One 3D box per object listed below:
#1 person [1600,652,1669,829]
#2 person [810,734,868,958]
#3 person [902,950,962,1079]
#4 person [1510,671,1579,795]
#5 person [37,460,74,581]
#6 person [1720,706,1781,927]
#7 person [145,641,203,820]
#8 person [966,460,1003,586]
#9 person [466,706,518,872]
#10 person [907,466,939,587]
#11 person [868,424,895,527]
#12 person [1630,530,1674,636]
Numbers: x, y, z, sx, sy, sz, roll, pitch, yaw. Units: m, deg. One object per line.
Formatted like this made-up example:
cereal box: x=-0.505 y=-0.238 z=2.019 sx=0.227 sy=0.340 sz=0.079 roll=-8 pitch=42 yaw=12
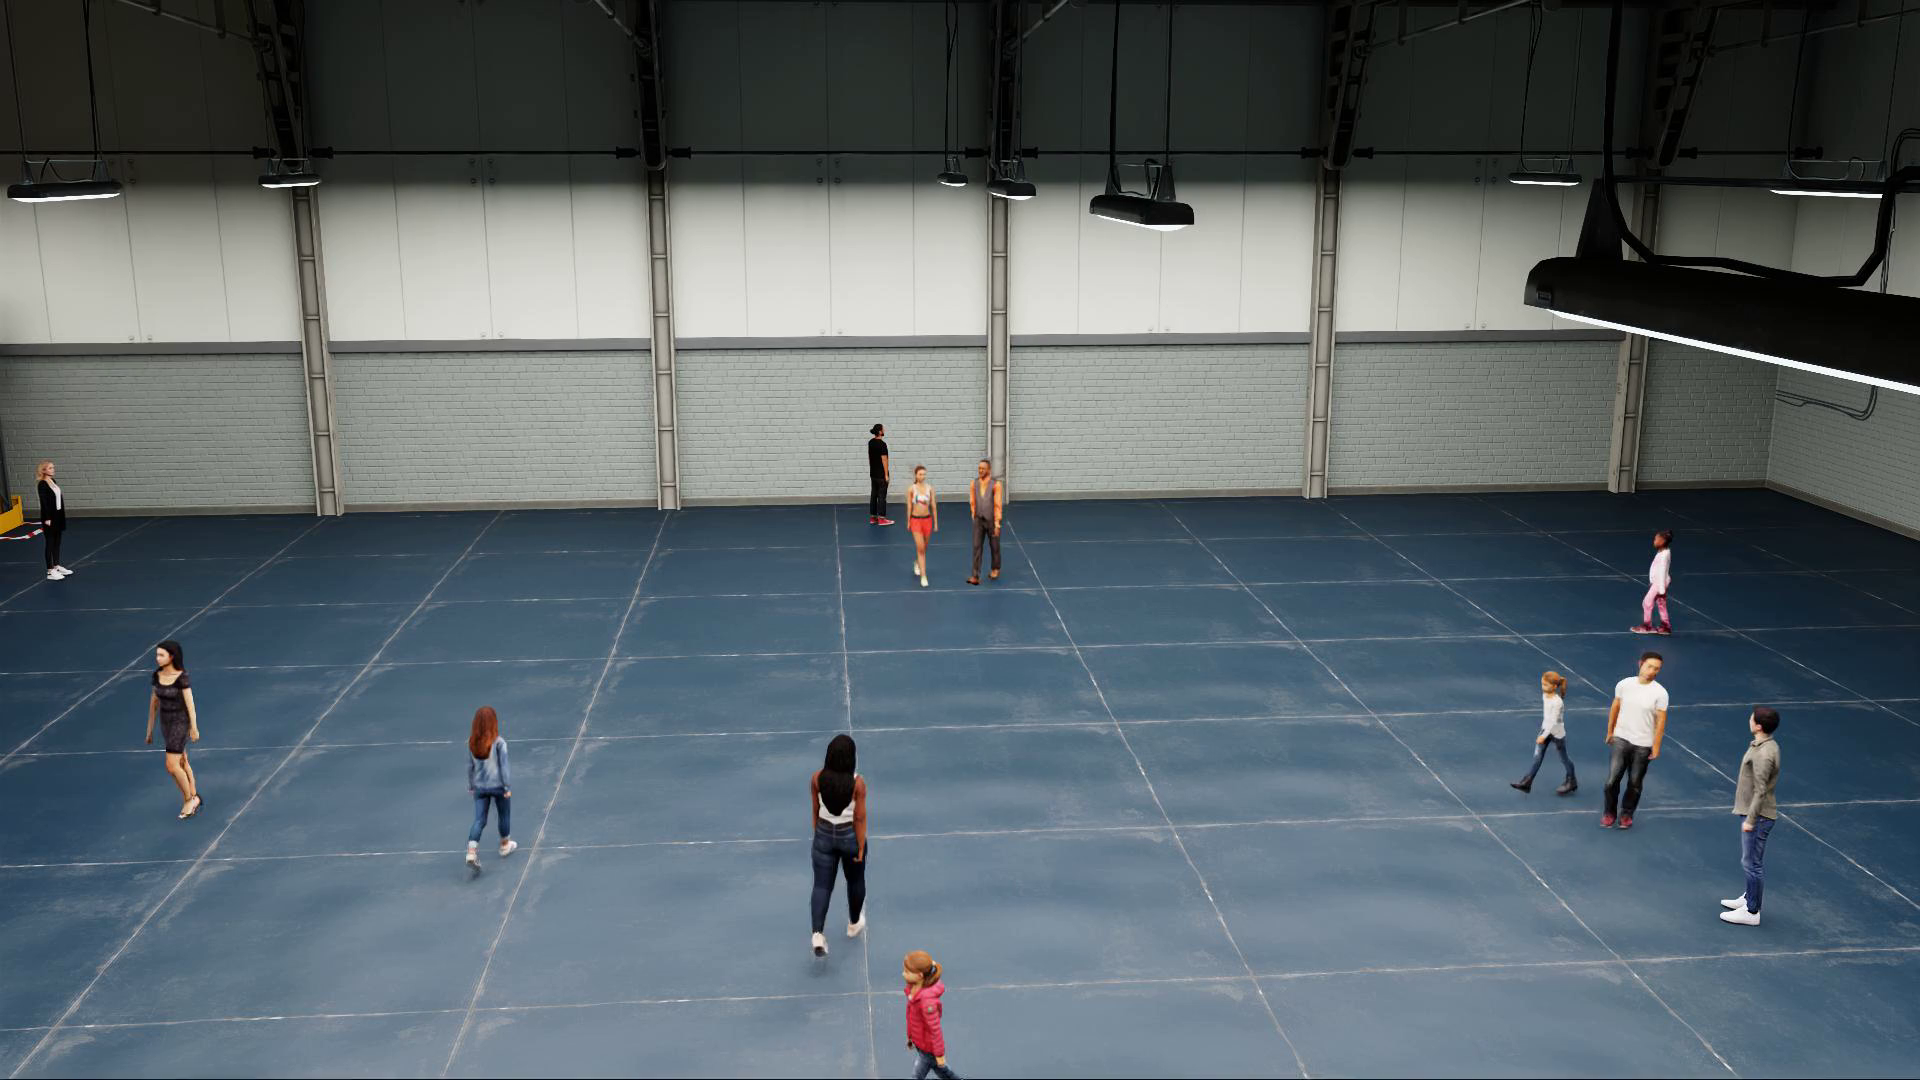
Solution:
person: x=6.346 y=1.882 z=15.694 sx=0.895 sy=1.773 sz=0.821 roll=-13 pitch=18 yaw=-43
person: x=-0.999 y=2.451 z=13.220 sx=1.138 sy=1.782 sz=0.908 roll=2 pitch=13 yaw=10
person: x=-0.140 y=3.271 z=10.792 sx=0.974 sy=1.280 sz=0.622 roll=-4 pitch=14 yaw=-15
person: x=5.968 y=1.941 z=16.531 sx=0.973 sy=1.280 sz=0.547 roll=-3 pitch=13 yaw=-11
person: x=-13.721 y=-0.315 z=25.121 sx=0.489 sy=1.801 sz=0.599 roll=-1 pitch=13 yaw=-4
person: x=6.617 y=2.273 z=13.796 sx=0.785 sy=1.867 sz=0.791 roll=7 pitch=15 yaw=26
person: x=-7.454 y=1.814 z=15.988 sx=0.734 sy=1.773 sz=0.804 roll=6 pitch=14 yaw=25
person: x=0.448 y=-0.264 z=24.773 sx=1.296 sy=1.859 sz=1.171 roll=6 pitch=14 yaw=25
person: x=-4.247 y=2.238 z=14.870 sx=0.966 sy=1.451 sz=0.813 roll=2 pitch=13 yaw=10
person: x=-0.588 y=-0.238 z=24.890 sx=1.097 sy=1.755 sz=0.758 roll=-3 pitch=13 yaw=-14
person: x=-1.405 y=-1.145 z=28.802 sx=0.748 sy=1.758 sz=0.723 roll=-11 pitch=17 yaw=-38
person: x=9.378 y=0.575 z=22.098 sx=0.835 sy=1.431 sz=0.741 roll=5 pitch=14 yaw=21
